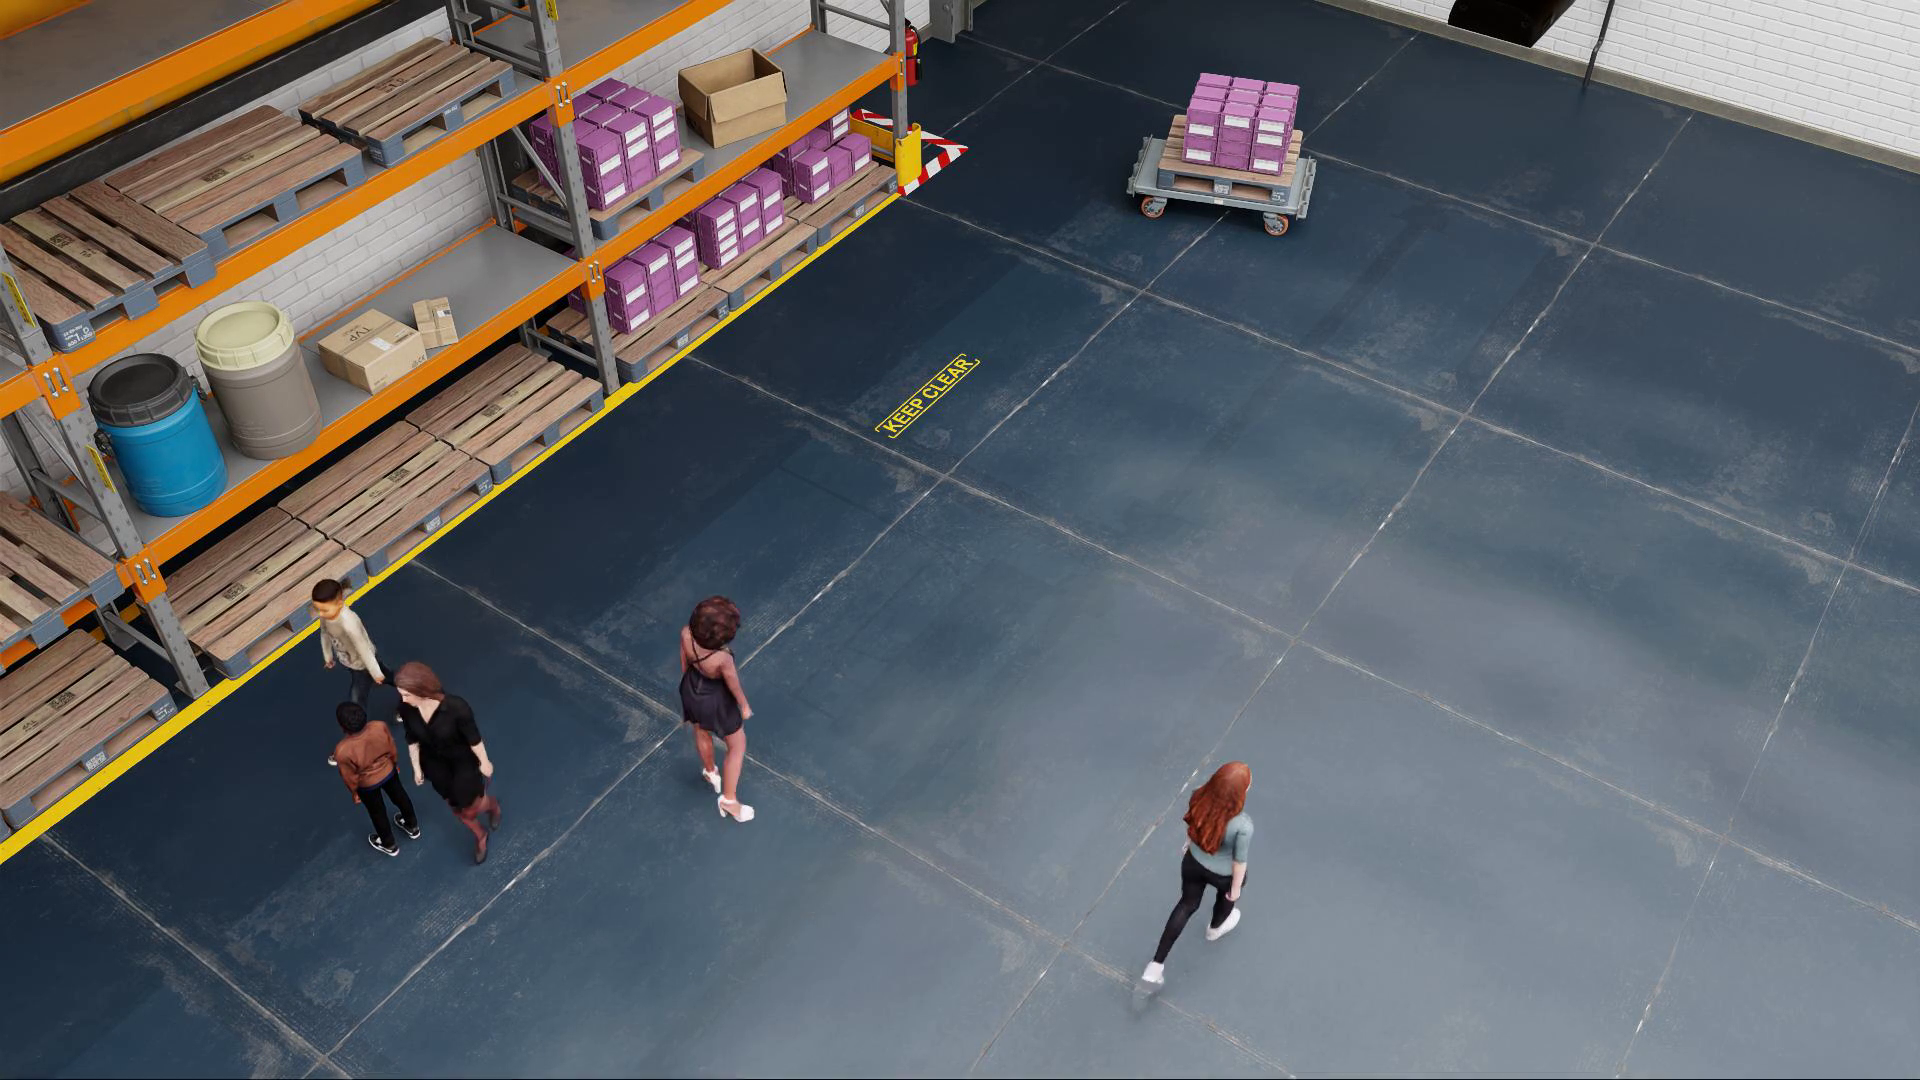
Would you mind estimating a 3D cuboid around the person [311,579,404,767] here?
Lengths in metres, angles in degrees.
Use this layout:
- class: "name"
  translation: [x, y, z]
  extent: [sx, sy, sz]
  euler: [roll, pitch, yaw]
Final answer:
- class: "person"
  translation: [-3.745, 0.714, 10.544]
  extent: [0.672, 1.428, 1.021]
  euler: [33, 53, 30]

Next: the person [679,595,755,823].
- class: "person"
  translation: [-1.536, 0.963, 10.037]
  extent: [0.682, 1.768, 0.592]
  euler: [12, 45, 13]

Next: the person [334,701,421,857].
- class: "person"
  translation: [-3.497, 1.411, 9.940]
  extent: [0.581, 1.252, 0.416]
  euler: [29, 51, 27]

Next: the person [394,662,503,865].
- class: "person"
  translation: [-2.965, 1.251, 9.792]
  extent: [0.744, 1.688, 0.794]
  euler: [4, 44, 4]

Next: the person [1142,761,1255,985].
- class: "person"
  translation: [1.333, 1.842, 9.150]
  extent: [1.120, 1.717, 0.709]
  euler: [-34, 53, -31]
